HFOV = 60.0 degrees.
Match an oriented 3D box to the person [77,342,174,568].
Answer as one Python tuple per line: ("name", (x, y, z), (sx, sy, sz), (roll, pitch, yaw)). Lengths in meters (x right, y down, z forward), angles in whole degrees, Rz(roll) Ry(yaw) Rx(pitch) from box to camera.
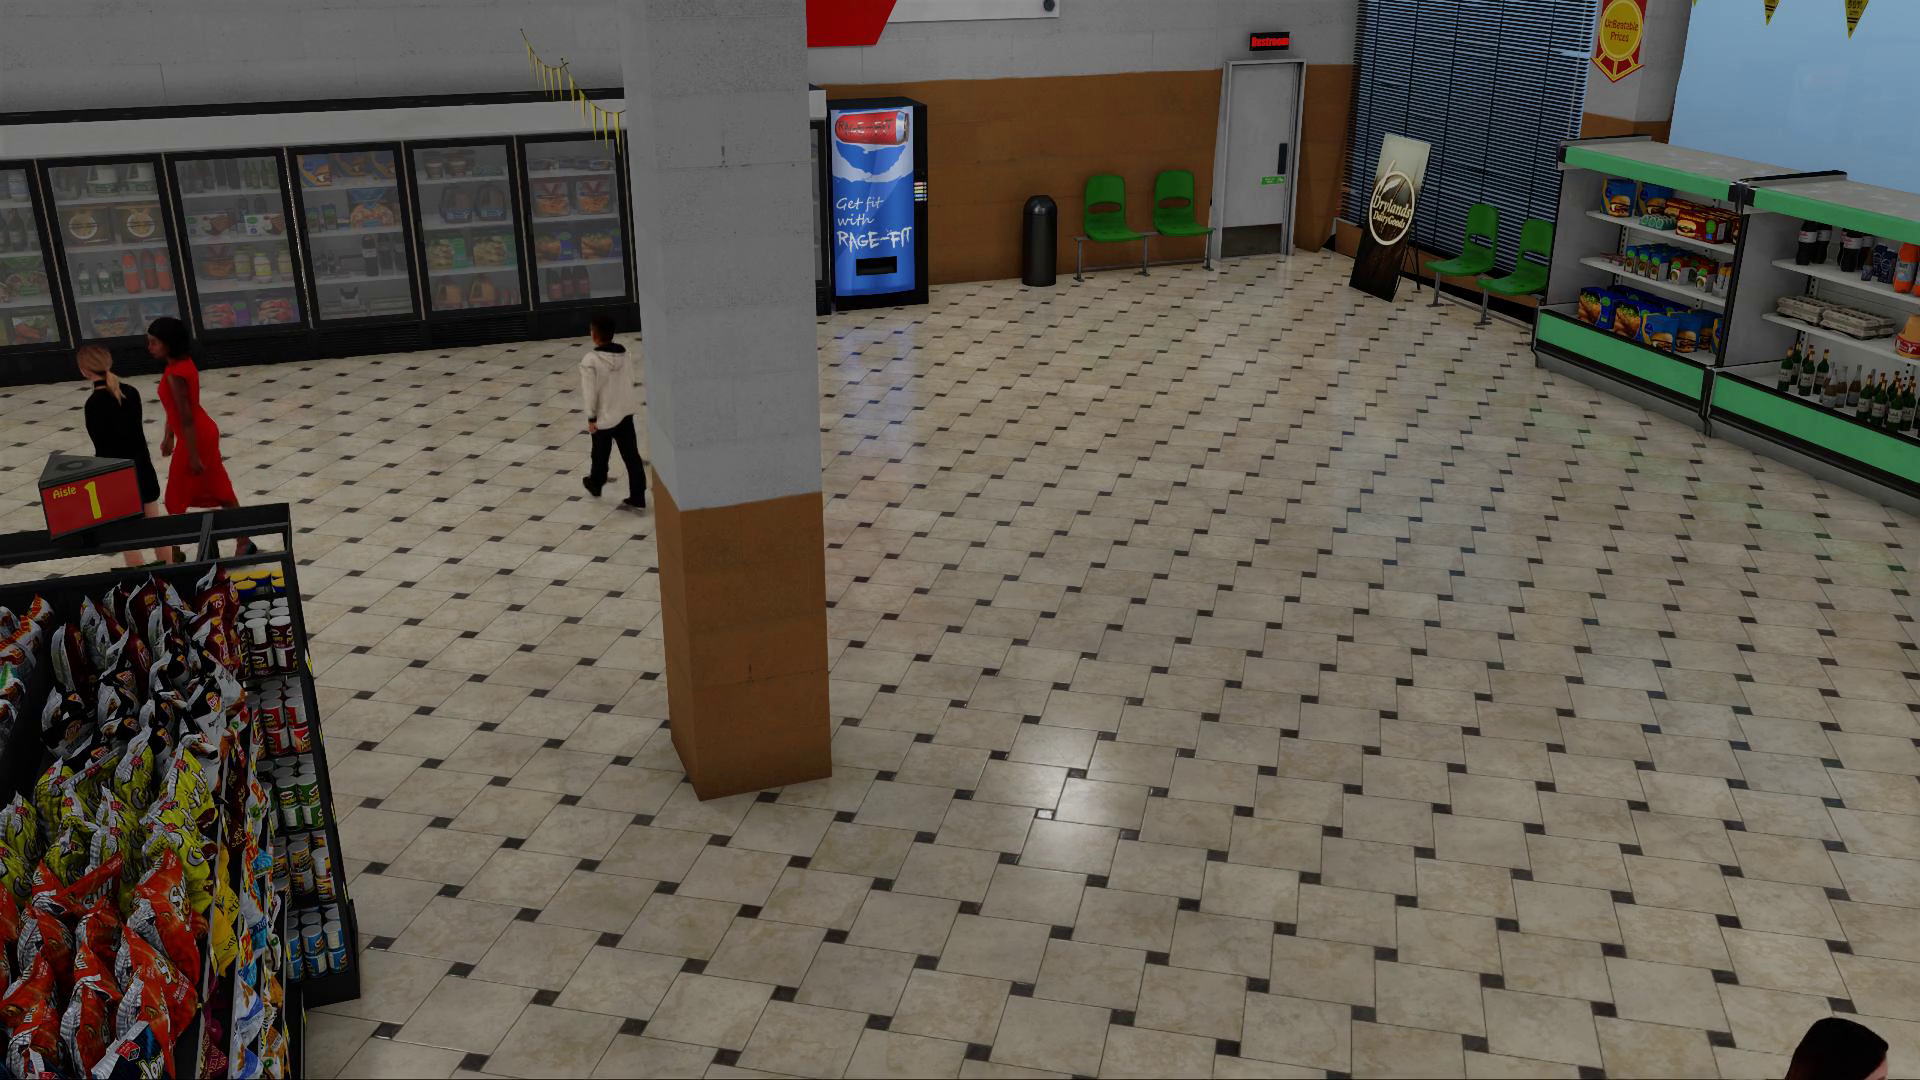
("person", (-5.052, -0.339, 10.064), (0.724, 1.767, 0.632), (5, 23, 13))

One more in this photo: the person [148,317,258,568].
("person", (-4.847, -0.596, 10.765), (0.731, 1.722, 0.850), (-5, 22, -12))

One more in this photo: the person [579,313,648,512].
("person", (-2.440, -0.877, 11.869), (0.816, 1.421, 1.028), (-18, 28, -38))
